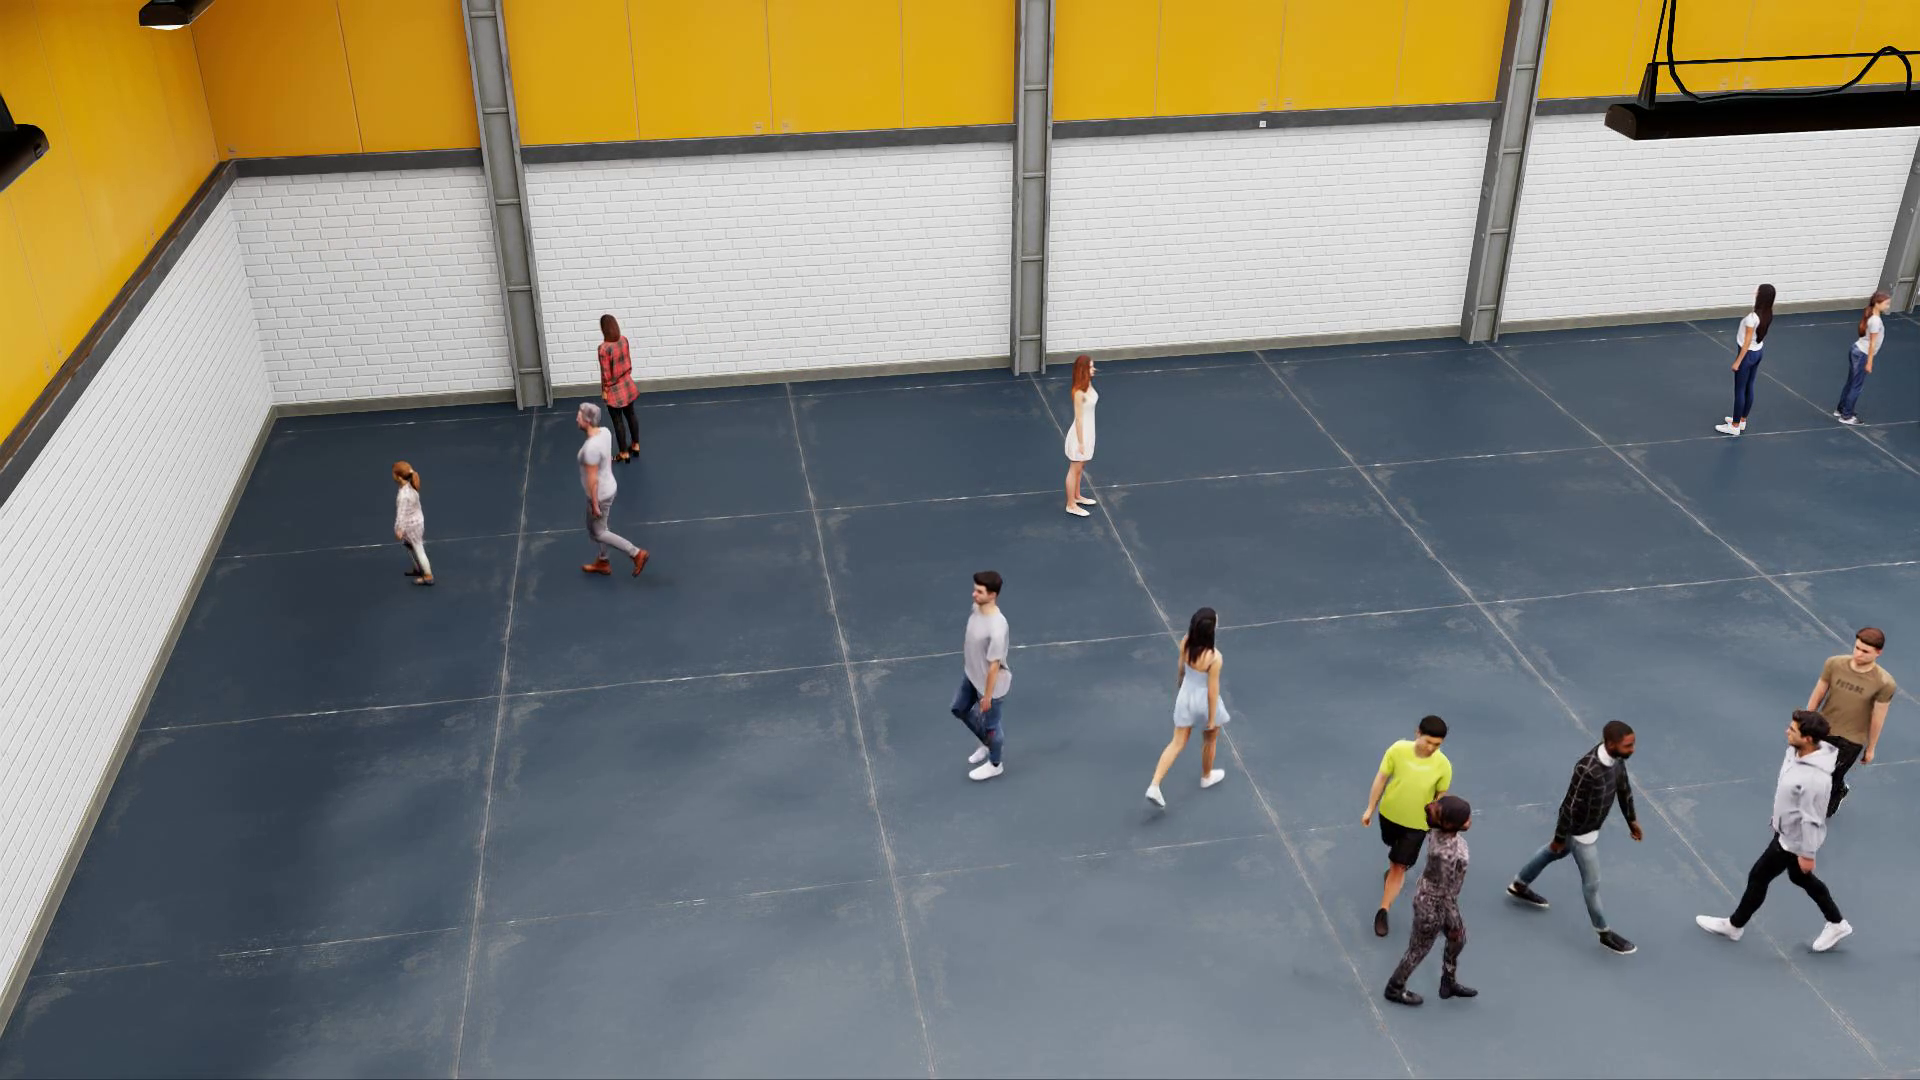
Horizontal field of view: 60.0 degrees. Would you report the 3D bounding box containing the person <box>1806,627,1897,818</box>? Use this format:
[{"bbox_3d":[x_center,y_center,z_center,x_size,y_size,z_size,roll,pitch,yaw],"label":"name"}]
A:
[{"bbox_3d":[6.581,1.422,12.352,1.307,1.816,1.053,-20,34,-32],"label":"person"}]

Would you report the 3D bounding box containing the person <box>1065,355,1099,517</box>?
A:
[{"bbox_3d":[1.241,-1.095,17.074,0.669,1.712,0.643,10,30,17],"label":"person"}]

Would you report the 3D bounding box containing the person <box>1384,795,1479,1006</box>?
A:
[{"bbox_3d":[2.989,2.347,10.781,0.935,1.697,0.788,7,29,12],"label":"person"}]

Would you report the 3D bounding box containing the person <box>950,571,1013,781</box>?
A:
[{"bbox_3d":[0.281,1.044,12.984,0.733,1.875,0.759,-11,31,-20],"label":"person"}]

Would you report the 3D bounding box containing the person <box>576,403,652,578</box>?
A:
[{"bbox_3d":[-3.328,-0.439,15.770,1.051,1.809,0.845,3,29,5],"label":"person"}]

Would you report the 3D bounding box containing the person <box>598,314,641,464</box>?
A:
[{"bbox_3d":[-3.727,-1.658,18.120,0.748,1.700,0.703,15,32,25],"label":"person"}]

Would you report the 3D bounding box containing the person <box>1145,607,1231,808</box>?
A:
[{"bbox_3d":[1.743,1.300,12.696,1.177,1.700,0.983,-25,37,-38],"label":"person"}]

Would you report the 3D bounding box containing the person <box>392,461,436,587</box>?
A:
[{"bbox_3d":[-5.130,-0.149,15.769,0.627,1.301,0.580,0,29,0],"label":"person"}]

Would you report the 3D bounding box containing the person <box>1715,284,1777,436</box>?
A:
[{"bbox_3d":[8.910,-2.045,18.752,0.617,1.774,0.728,-22,36,-35],"label":"person"}]

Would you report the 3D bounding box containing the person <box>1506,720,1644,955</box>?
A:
[{"bbox_3d":[4.192,1.938,11.463,1.220,1.762,1.251,22,36,35],"label":"person"}]

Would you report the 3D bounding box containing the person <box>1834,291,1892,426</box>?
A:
[{"bbox_3d":[10.376,-2.118,19.106,0.638,1.563,0.620,6,29,12],"label":"person"}]

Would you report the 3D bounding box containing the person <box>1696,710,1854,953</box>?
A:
[{"bbox_3d":[5.740,2.010,11.207,1.353,1.880,1.095,4,29,8],"label":"person"}]

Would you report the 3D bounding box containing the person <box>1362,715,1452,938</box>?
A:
[{"bbox_3d":[3.147,1.875,11.689,1.125,1.655,1.183,18,34,30],"label":"person"}]
